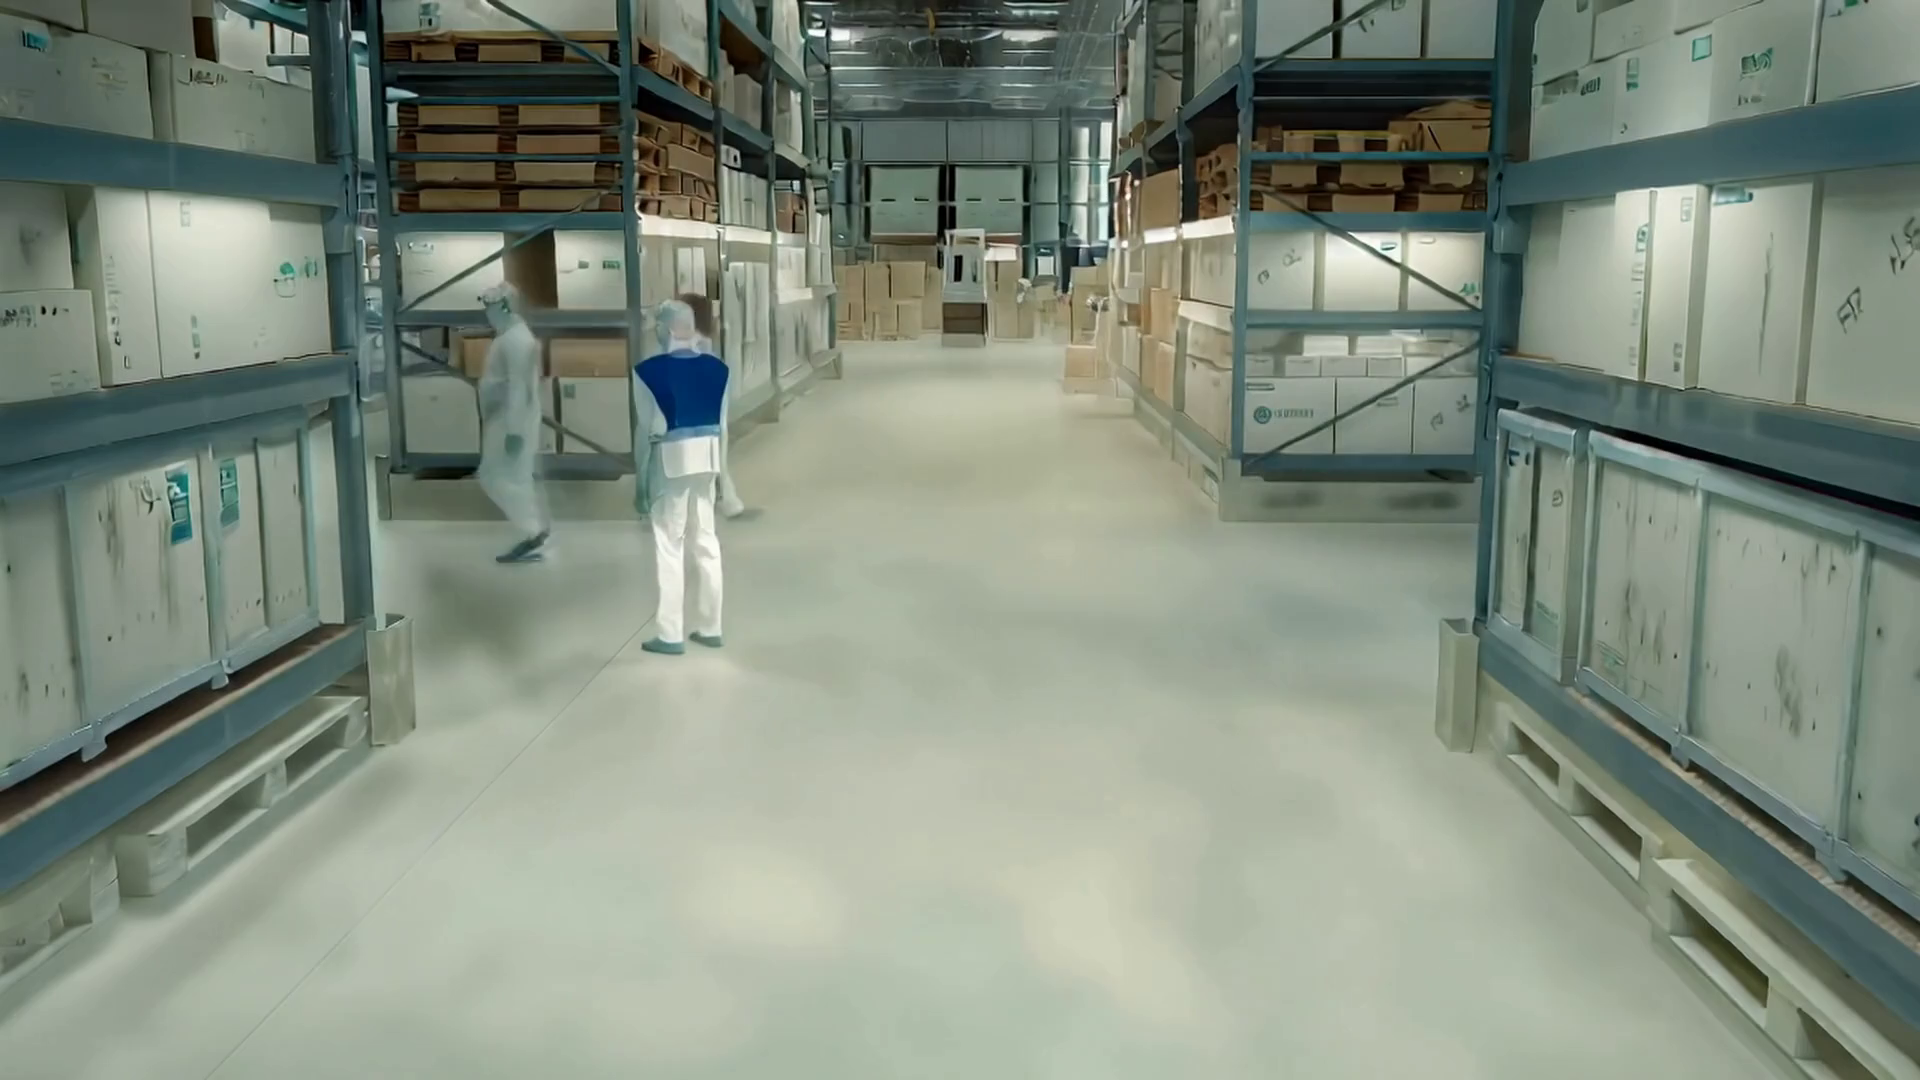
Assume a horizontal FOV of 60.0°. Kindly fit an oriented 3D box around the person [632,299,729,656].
[{"bbox_3d":[-1.429,-0.318,8.602,0.559,1.837,0.390,-9,13,-43],"label":"person"}]

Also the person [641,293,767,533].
[{"bbox_3d":[-1.958,-0.937,12.434,0.988,1.792,0.642,-4,10,-22],"label":"person"}]

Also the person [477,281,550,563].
[{"bbox_3d":[-3.016,-0.767,11.094,0.431,1.894,0.675,-2,10,-9],"label":"person"}]

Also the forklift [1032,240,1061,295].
[{"bbox_3d":[3.172,-9.648,61.356,1.129,2.768,1.873,0,9,1],"label":"forklift"}]

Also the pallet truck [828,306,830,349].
[{"bbox_3d":[-3.100,-3.940,29.800,1.885,1.965,0.823,3,10,19],"label":"pallet truck"}]

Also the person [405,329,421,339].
[{"bbox_3d":[-14.279,-6.297,43.790,0.720,2.000,0.577,6,11,33],"label":"person"}]

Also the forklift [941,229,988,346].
[{"bbox_3d":[0.124,-6.117,40.203,1.129,2.768,1.873,0,9,1],"label":"forklift"}]
